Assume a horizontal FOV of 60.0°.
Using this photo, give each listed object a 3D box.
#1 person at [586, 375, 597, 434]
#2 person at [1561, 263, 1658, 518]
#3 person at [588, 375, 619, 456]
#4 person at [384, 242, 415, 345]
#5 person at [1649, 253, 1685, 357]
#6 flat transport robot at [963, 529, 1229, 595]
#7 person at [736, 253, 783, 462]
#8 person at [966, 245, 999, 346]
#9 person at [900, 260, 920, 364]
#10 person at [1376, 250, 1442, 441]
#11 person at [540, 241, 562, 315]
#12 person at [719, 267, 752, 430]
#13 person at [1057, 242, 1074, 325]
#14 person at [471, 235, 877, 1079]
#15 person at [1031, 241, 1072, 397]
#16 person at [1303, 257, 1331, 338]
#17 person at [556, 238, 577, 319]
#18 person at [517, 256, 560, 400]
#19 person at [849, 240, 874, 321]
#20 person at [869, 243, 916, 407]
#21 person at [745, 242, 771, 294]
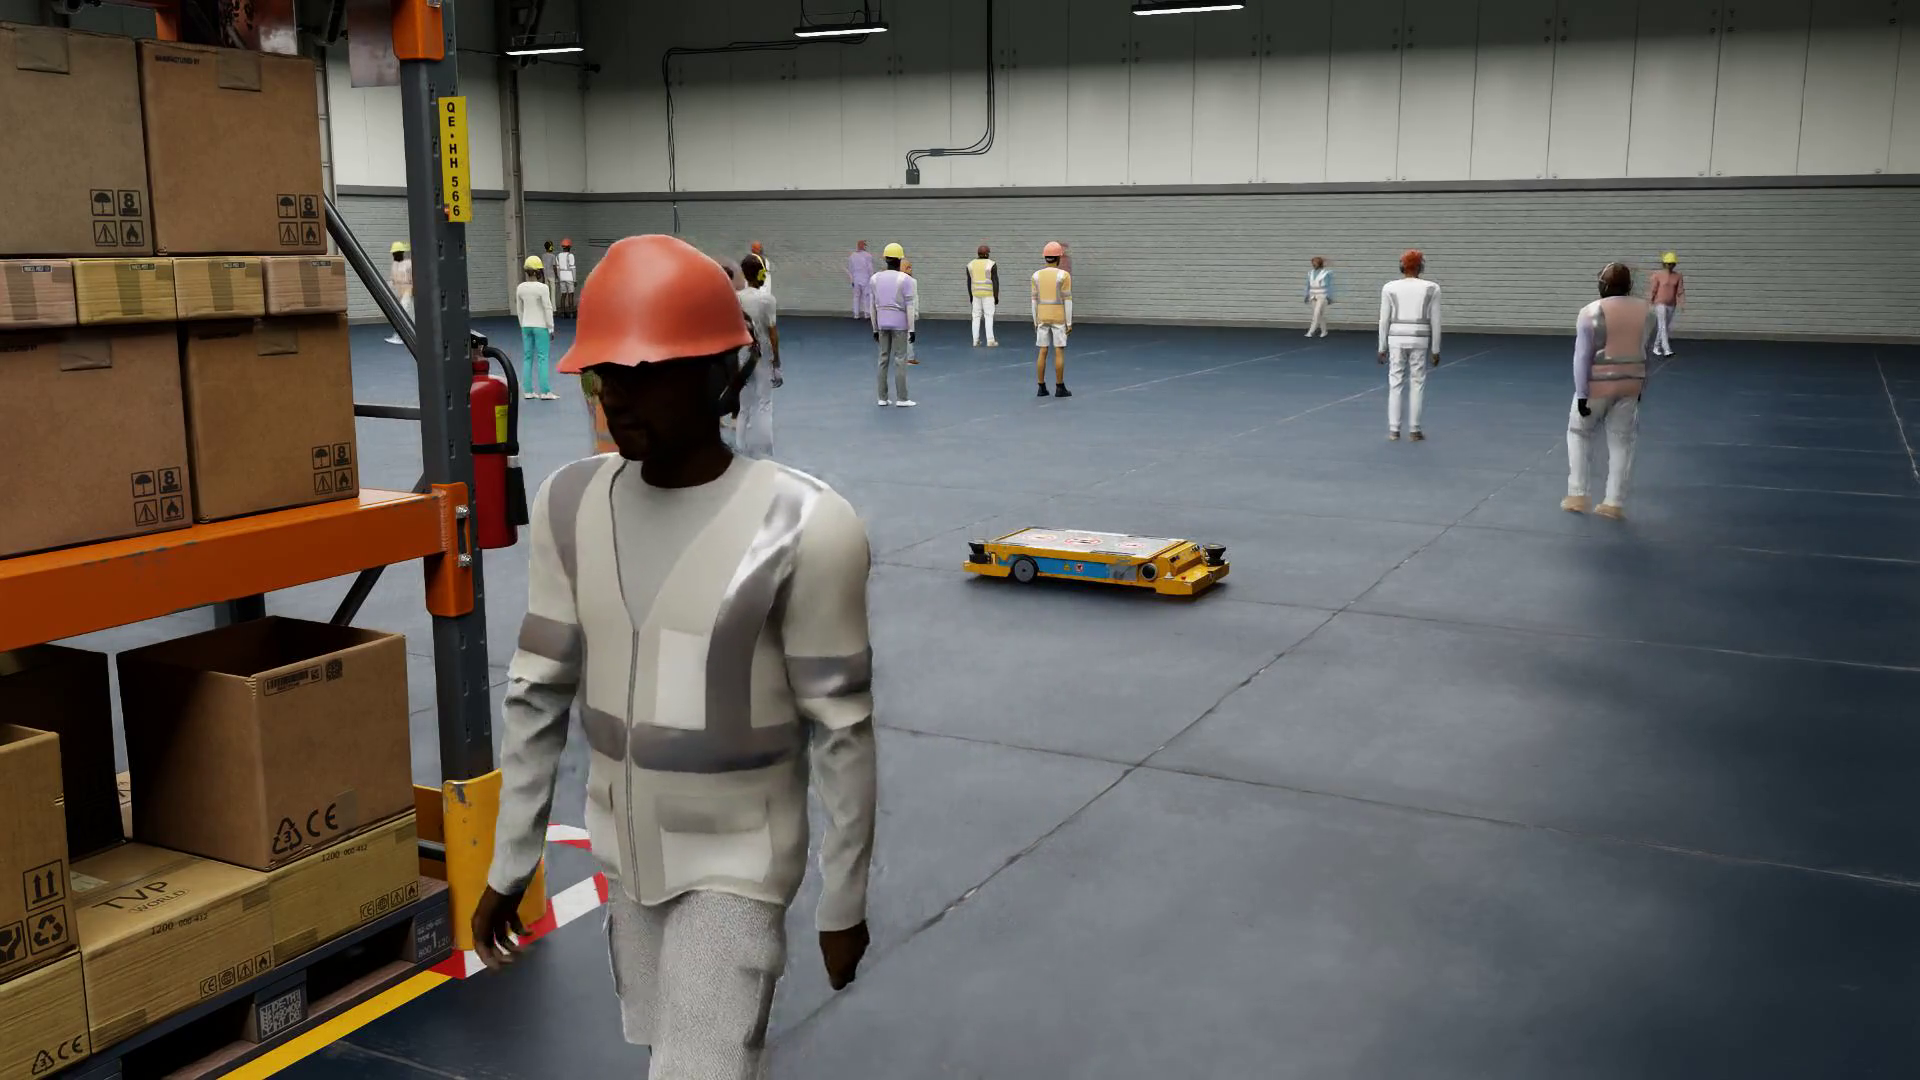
[{"bbox_3d":[-2.209,-0.772,10.864,0.500,1.633,0.282,5,12,26],"label":"person"},{"bbox_3d":[4.670,-1.081,12.045,0.631,1.822,0.643,-1,10,-4],"label":"person"},{"bbox_3d":[-1.647,-0.303,8.330,0.518,1.625,0.369,8,13,36],"label":"person"},{"bbox_3d":[-10.332,-4.531,30.683,0.605,1.885,0.945,9,14,41],"label":"person"},{"bbox_3d":[11.837,-3.928,27.828,0.542,1.712,0.903,-1,10,-3],"label":"person"},{"bbox_3d":[0.801,0.105,9.798,1.431,0.197,0.652,5,12,27],"label":"flat transport robot"},{"bbox_3d":[-1.718,-1.475,14.056,0.513,1.872,0.328,5,12,26],"label":"person"},{"bbox_3d":[0.438,-4.471,30.472,0.626,1.844,0.429,5,12,26],"label":"person"},{"bbox_3d":[-0.868,-3.572,26.135,0.500,1.633,0.282,5,12,26],"label":"person"},{"bbox_3d":[4.436,-1.905,16.420,0.615,1.871,0.345,2,11,11],"label":"person"},{"bbox_3d":[-10.432,-6.664,42.353,0.513,1.872,0.328,5,12,26],"label":"person"},{"bbox_3d":[-2.428,-1.986,17.305,0.535,1.700,0.318,5,12,26],"label":"person"},{"bbox_3d":[2.290,-5.723,37.234,0.459,1.864,0.690,10,14,42],"label":"person"},{"bbox_3d":[-0.481,0.538,2.682,0.628,2.019,0.723,6,12,31],"label":"person"},{"bbox_3d":[1.163,-2.762,20.876,0.545,1.942,0.350,5,12,26],"label":"person"},{"bbox_3d":[7.075,-4.789,32.894,0.887,1.587,0.512,-8,13,-38],"label":"person"},{"bbox_3d":[-9.516,-6.332,40.342,0.545,1.942,0.350,5,12,26],"label":"person"},{"bbox_3d":[-5.217,-2.606,20.498,0.525,1.772,0.305,5,12,26],"label":"person"},{"bbox_3d":[-2.313,-6.173,39.575,0.642,1.909,0.409,5,12,26],"label":"person"},{"bbox_3d":[-0.788,-2.532,19.662,0.587,1.927,0.367,5,12,26],"label":"person"},{"bbox_3d":[-3.873,-4.775,32.010,0.575,1.885,0.355,5,12,26],"label":"person"}]
